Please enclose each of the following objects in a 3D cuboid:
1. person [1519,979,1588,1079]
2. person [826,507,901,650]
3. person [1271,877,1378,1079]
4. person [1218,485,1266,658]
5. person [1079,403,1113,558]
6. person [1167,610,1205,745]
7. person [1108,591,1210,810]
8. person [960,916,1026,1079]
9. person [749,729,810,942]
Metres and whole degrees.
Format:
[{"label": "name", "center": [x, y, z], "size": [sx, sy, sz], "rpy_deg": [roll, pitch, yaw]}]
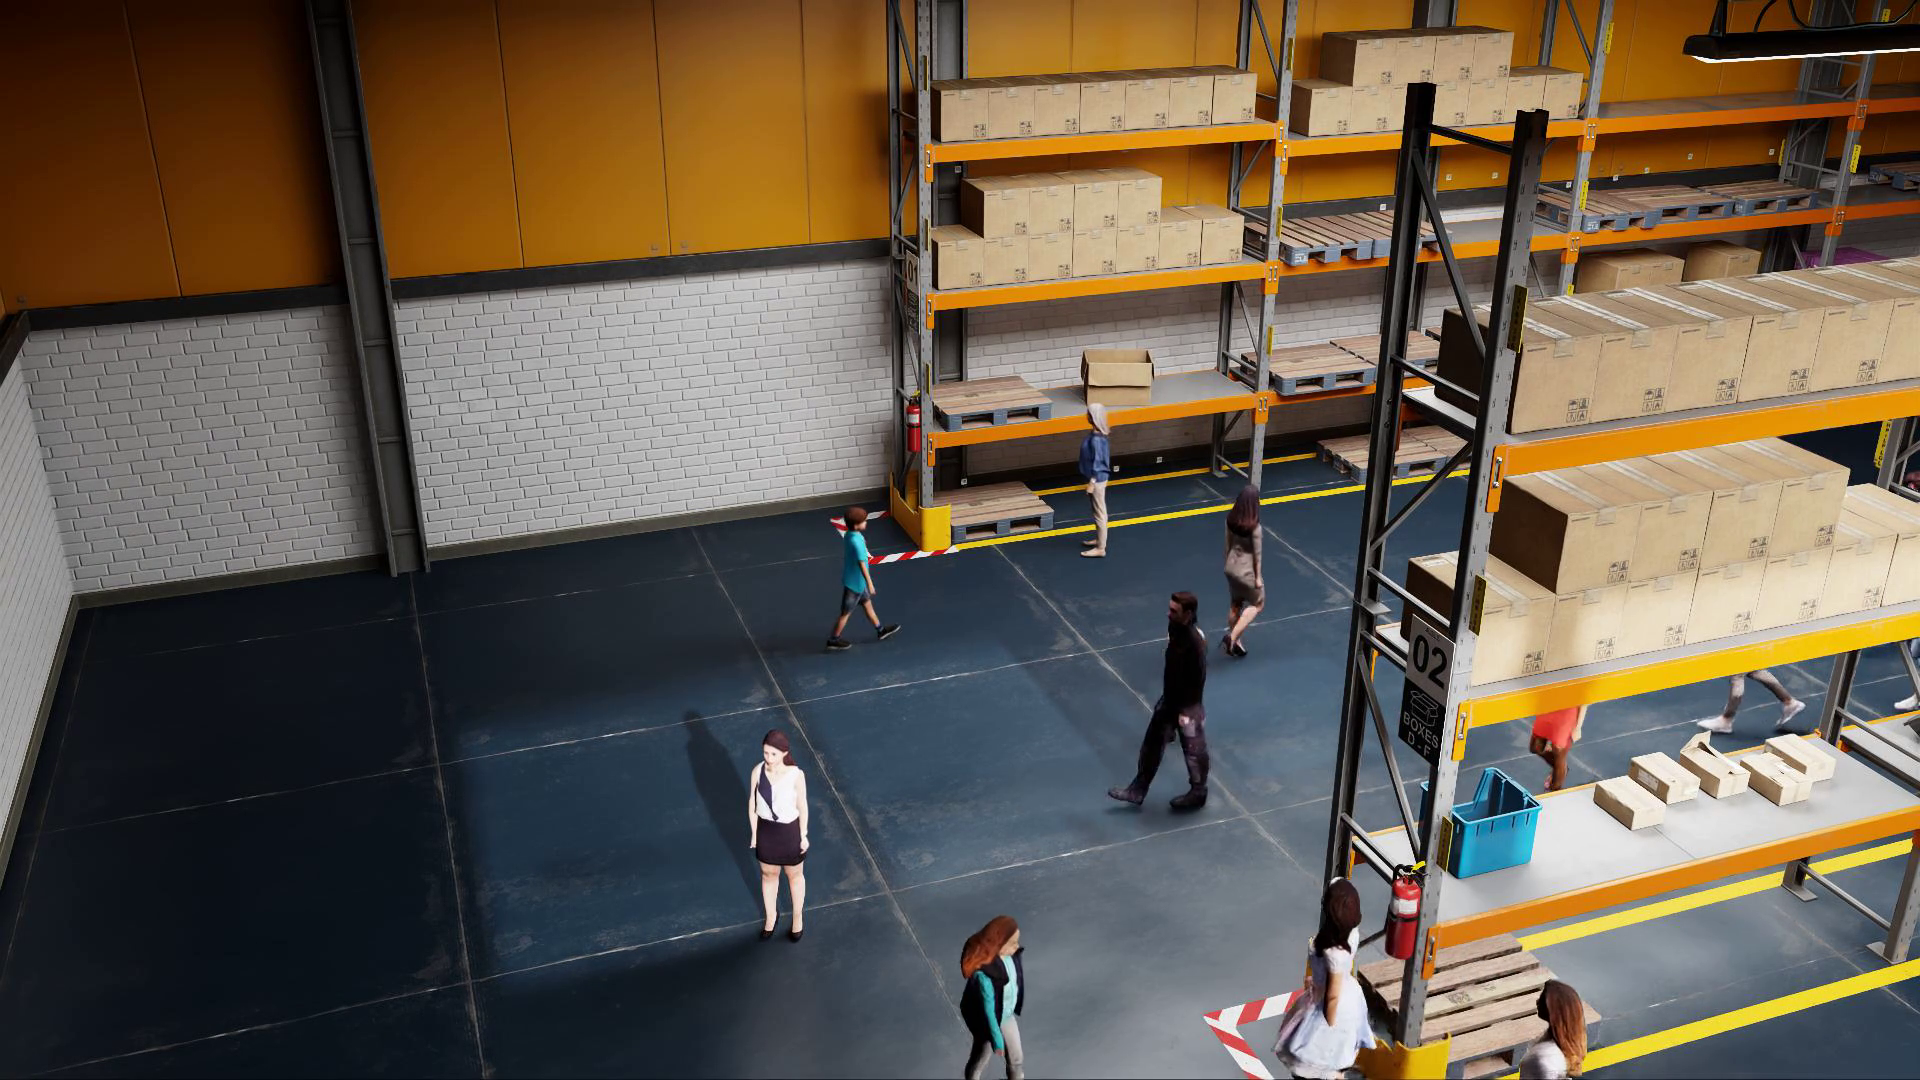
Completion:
[{"label": "person", "center": [3.168, 3.131, 8.839], "size": [0.865, 1.752, 0.813], "rpy_deg": [13, 27, 27]}, {"label": "person", "center": [-1.047, 0.386, 15.545], "size": [0.972, 1.409, 0.597], "rpy_deg": [-6, 24, -13]}, {"label": "person", "center": [2.221, 2.783, 9.587], "size": [0.953, 1.791, 0.895], "rpy_deg": [9, 25, 20]}, {"label": "person", "center": [2.545, 0.340, 15.244], "size": [0.791, 1.736, 0.719], "rpy_deg": [-17, 29, -34]}, {"label": "person", "center": [1.454, -0.647, 17.549], "size": [0.725, 1.698, 0.708], "rpy_deg": [4, 24, 9]}, {"label": "person", "center": [1.889, 1.119, 14.061], "size": [0.460, 1.256, 0.570], "rpy_deg": [-5, 24, -10]}, {"label": "person", "center": [1.796, 1.257, 12.957], "size": [0.998, 1.889, 0.706], "rpy_deg": [-9, 25, -20]}, {"label": "person", "center": [0.131, 2.816, 9.908], "size": [0.884, 1.473, 0.844], "rpy_deg": [13, 27, 28]}, {"label": "person", "center": [-1.237, 2.037, 11.472], "size": [0.588, 1.648, 0.700], "rpy_deg": [3, 24, 7]}]
